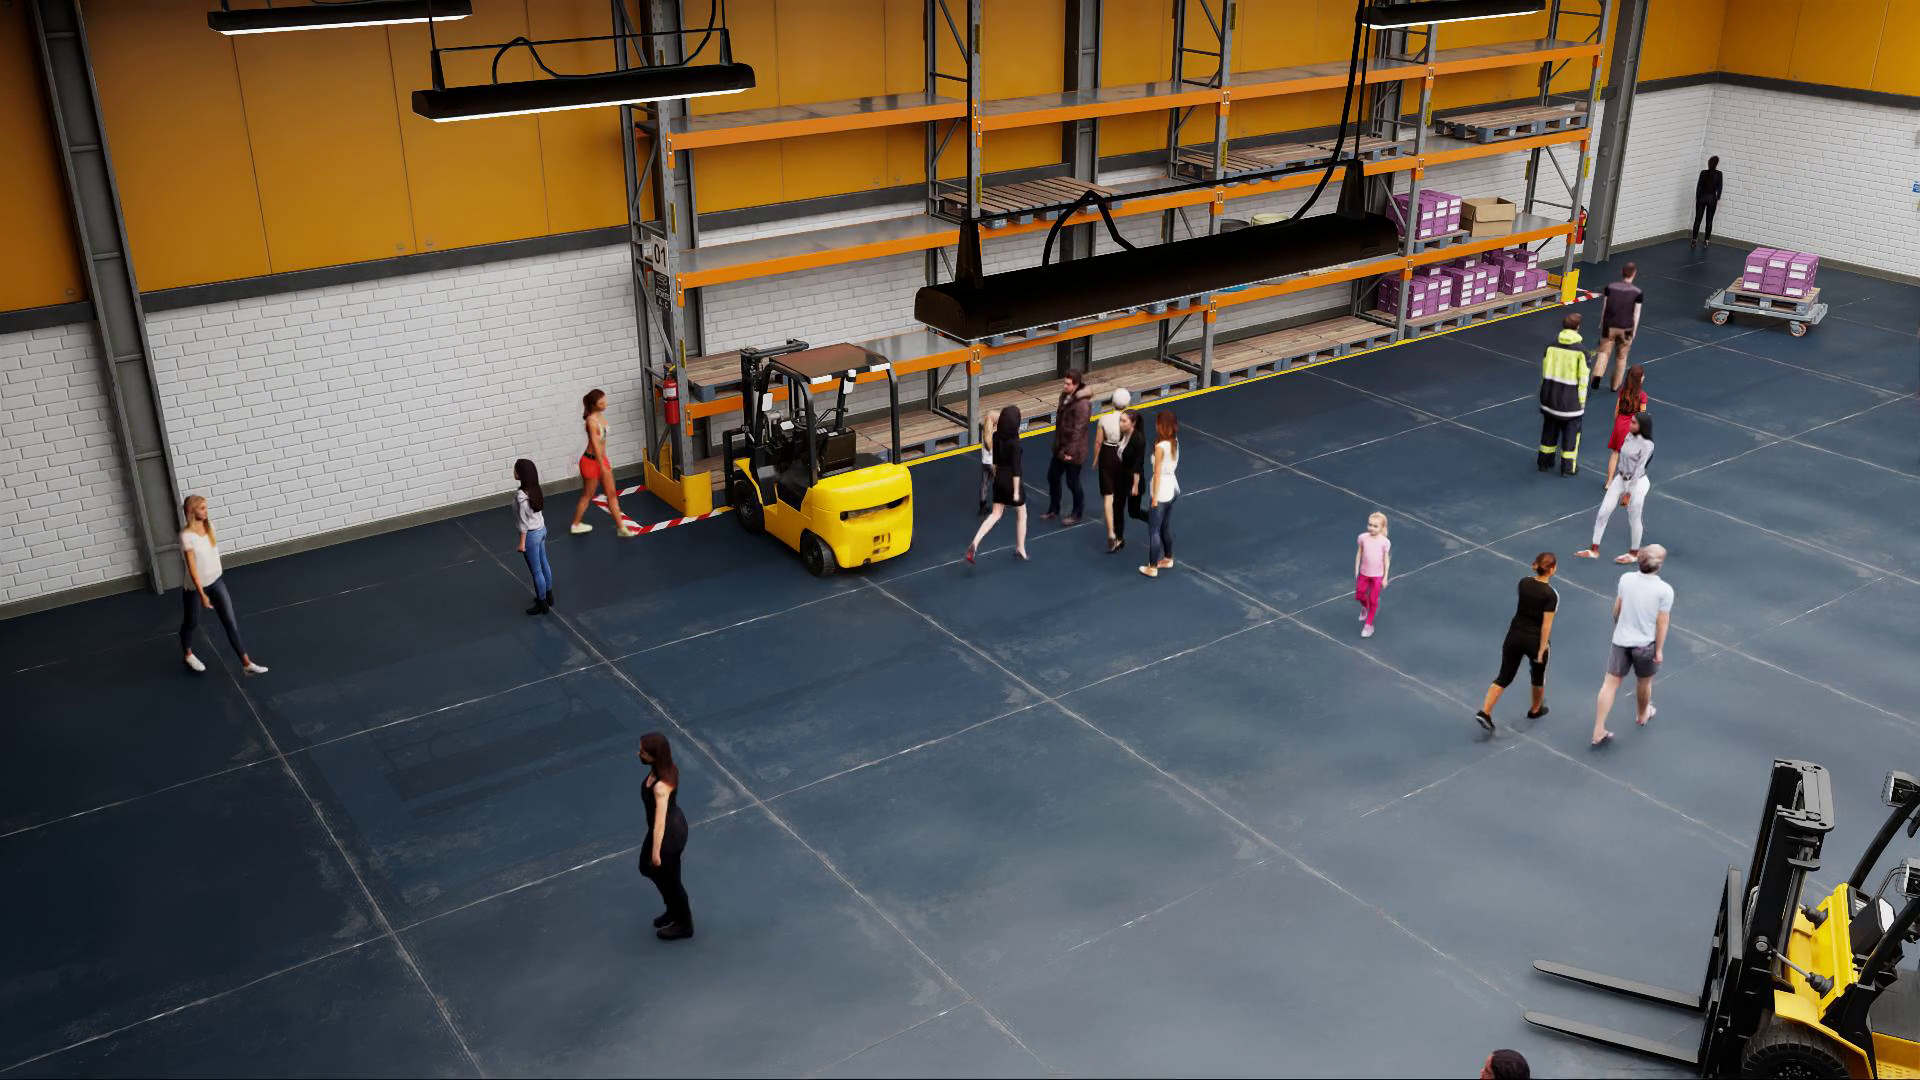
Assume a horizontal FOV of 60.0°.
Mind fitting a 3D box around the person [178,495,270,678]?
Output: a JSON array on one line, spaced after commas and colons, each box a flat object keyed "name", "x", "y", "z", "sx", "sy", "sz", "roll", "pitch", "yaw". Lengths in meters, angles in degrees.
[{"name": "person", "x": -6.997, "y": 0.458, "z": 15.215, "sx": 1.085, "sy": 1.754, "sz": 1.216, "roll": 11, "pitch": 26, "yaw": 23}]

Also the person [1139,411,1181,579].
[{"name": "person", "x": 2.185, "y": -0.488, "z": 17.356, "sx": 0.749, "sy": 1.772, "sz": 0.619, "roll": 10, "pitch": 26, "yaw": 22}]

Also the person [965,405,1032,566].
[{"name": "person", "x": 0.422, "y": -0.514, "z": 17.408, "sx": 1.056, "sy": 1.778, "sz": 0.625, "roll": -17, "pitch": 29, "yaw": -34}]

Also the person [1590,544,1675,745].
[{"name": "person", "x": 5.672, "y": 0.922, "z": 14.114, "sx": 1.194, "sy": 1.785, "sz": 0.805, "roll": -21, "pitch": 31, "yaw": -40}]

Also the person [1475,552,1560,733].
[{"name": "person", "x": 4.834, "y": 0.908, "z": 14.339, "sx": 1.113, "sy": 1.631, "sz": 0.602, "roll": -17, "pitch": 29, "yaw": -34}]

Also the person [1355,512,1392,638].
[{"name": "person", "x": 4.033, "y": 0.301, "z": 16.190, "sx": 0.630, "sy": 1.261, "sz": 0.736, "roll": 13, "pitch": 27, "yaw": 27}]

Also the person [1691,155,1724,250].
[{"name": "person", "x": 13.714, "y": -6.209, "z": 30.519, "sx": 0.642, "sy": 1.712, "sz": 0.631, "roll": 13, "pitch": 27, "yaw": 27}]

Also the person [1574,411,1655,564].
[{"name": "person", "x": 7.157, "y": -0.539, "z": 17.560, "sx": 0.999, "sy": 1.703, "sz": 0.794, "roll": -6, "pitch": 24, "yaw": -14}]

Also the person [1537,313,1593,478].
[{"name": "person", "x": 7.209, "y": -1.739, "z": 19.973, "sx": 0.691, "sy": 1.969, "sz": 0.812, "roll": -17, "pitch": 29, "yaw": -34}]

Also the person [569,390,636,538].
[{"name": "person", "x": -4.053, "y": -0.821, "z": 18.166, "sx": 1.078, "sy": 1.734, "sz": 1.030, "roll": 1, "pitch": 24, "yaw": 2}]

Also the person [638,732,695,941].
[{"name": "person", "x": -1.975, "y": 2.069, "z": 11.625, "sx": 0.730, "sy": 1.678, "sz": 0.708, "roll": -4, "pitch": 24, "yaw": -9}]

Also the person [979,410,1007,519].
[{"name": "person", "x": 0.352, "y": -0.858, "z": 18.820, "sx": 0.544, "sy": 1.277, "sz": 0.560, "roll": 17, "pitch": 29, "yaw": 33}]

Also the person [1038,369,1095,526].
[{"name": "person", "x": 1.301, "y": -1.036, "z": 18.541, "sx": 0.825, "sy": 1.826, "sz": 0.802, "roll": -12, "pitch": 26, "yaw": -25}]

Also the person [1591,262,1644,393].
[{"name": "person", "x": 8.970, "y": -2.880, "z": 22.766, "sx": 0.880, "sy": 1.823, "sz": 1.041, "roll": 16, "pitch": 28, "yaw": 32}]

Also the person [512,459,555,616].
[{"name": "person", "x": -4.236, "y": -0.050, "z": 16.528, "sx": 0.715, "sy": 1.633, "sz": 0.675, "roll": 2, "pitch": 24, "yaw": 4}]

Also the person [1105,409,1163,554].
[{"name": "person", "x": 1.900, "y": -0.619, "z": 17.815, "sx": 0.918, "sy": 1.645, "sz": 0.650, "roll": -12, "pitch": 26, "yaw": -26}]

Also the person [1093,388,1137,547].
[{"name": "person", "x": 1.687, "y": -0.757, "z": 18.046, "sx": 1.125, "sy": 1.714, "sz": 1.136, "roll": 2, "pitch": 24, "yaw": 5}]

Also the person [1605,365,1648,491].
[{"name": "person", "x": 7.833, "y": -1.308, "z": 19.508, "sx": 0.624, "sy": 1.550, "sz": 0.561, "roll": -19, "pitch": 30, "yaw": -37}]
